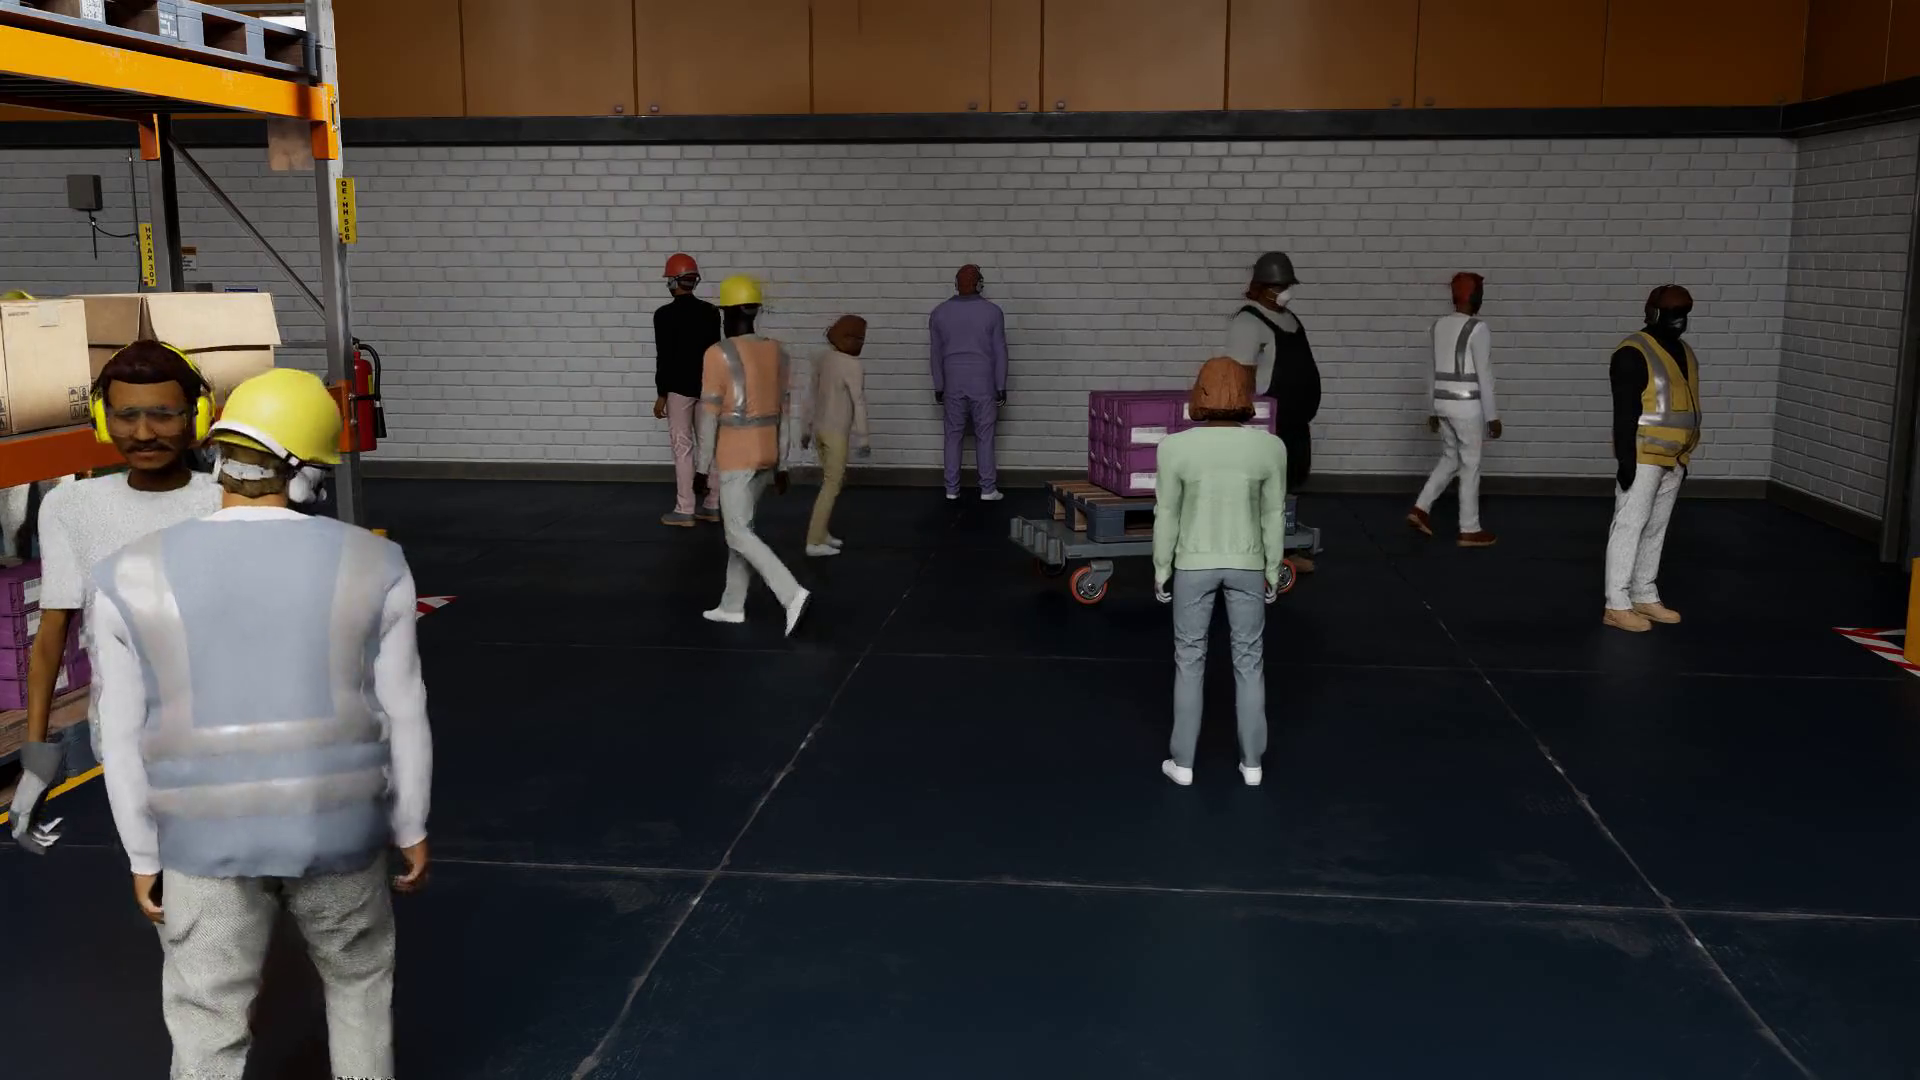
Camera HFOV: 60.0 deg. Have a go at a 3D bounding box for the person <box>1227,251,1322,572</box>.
[{"bbox_3d":[1.986,-0.832,10.576,0.702,2.000,0.711,7,12,37],"label":"person"}]

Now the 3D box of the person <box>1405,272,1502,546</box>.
[{"bbox_3d":[3.420,-0.878,11.309,0.545,1.874,0.600,-3,10,-19],"label":"person"}]

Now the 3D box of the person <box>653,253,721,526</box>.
[{"bbox_3d":[-2.012,-1.099,12.236,0.394,1.994,0.612,8,13,38],"label":"person"}]

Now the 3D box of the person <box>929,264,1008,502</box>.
[{"bbox_3d":[0.084,-1.253,13.371,0.641,1.908,0.409,3,10,15],"label":"person"}]

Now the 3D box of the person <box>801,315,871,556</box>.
[{"bbox_3d":[-0.830,-0.684,10.984,0.472,1.592,0.511,-7,12,-34],"label":"person"}]

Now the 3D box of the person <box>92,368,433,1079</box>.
[{"bbox_3d":[-1.350,0.565,3.306,0.600,1.787,0.607,-4,11,-20],"label":"person"}]

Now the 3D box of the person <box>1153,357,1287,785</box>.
[{"bbox_3d":[0.978,0.124,6.300,0.497,1.626,0.287,0,10,1],"label":"person"}]

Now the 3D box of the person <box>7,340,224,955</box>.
[{"bbox_3d":[-1.754,0.491,3.624,0.526,1.827,0.921,-1,10,-7],"label":"person"}]

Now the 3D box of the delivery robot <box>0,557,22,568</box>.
[{"bbox_3d":[-5.125,0.240,8.422,0.477,0.478,0.707,3,10,18],"label":"delivery robot"}]

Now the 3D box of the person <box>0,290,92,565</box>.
[{"bbox_3d":[-5.114,-0.465,9.154,0.620,1.811,0.440,-5,11,-25],"label":"person"}]

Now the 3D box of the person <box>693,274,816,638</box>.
[{"bbox_3d":[-1.077,-0.439,8.743,0.831,1.904,0.595,7,12,34],"label":"person"}]

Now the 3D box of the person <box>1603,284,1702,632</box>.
[{"bbox_3d":[3.719,-0.439,8.902,0.630,1.840,0.429,-8,13,-38],"label":"person"}]
